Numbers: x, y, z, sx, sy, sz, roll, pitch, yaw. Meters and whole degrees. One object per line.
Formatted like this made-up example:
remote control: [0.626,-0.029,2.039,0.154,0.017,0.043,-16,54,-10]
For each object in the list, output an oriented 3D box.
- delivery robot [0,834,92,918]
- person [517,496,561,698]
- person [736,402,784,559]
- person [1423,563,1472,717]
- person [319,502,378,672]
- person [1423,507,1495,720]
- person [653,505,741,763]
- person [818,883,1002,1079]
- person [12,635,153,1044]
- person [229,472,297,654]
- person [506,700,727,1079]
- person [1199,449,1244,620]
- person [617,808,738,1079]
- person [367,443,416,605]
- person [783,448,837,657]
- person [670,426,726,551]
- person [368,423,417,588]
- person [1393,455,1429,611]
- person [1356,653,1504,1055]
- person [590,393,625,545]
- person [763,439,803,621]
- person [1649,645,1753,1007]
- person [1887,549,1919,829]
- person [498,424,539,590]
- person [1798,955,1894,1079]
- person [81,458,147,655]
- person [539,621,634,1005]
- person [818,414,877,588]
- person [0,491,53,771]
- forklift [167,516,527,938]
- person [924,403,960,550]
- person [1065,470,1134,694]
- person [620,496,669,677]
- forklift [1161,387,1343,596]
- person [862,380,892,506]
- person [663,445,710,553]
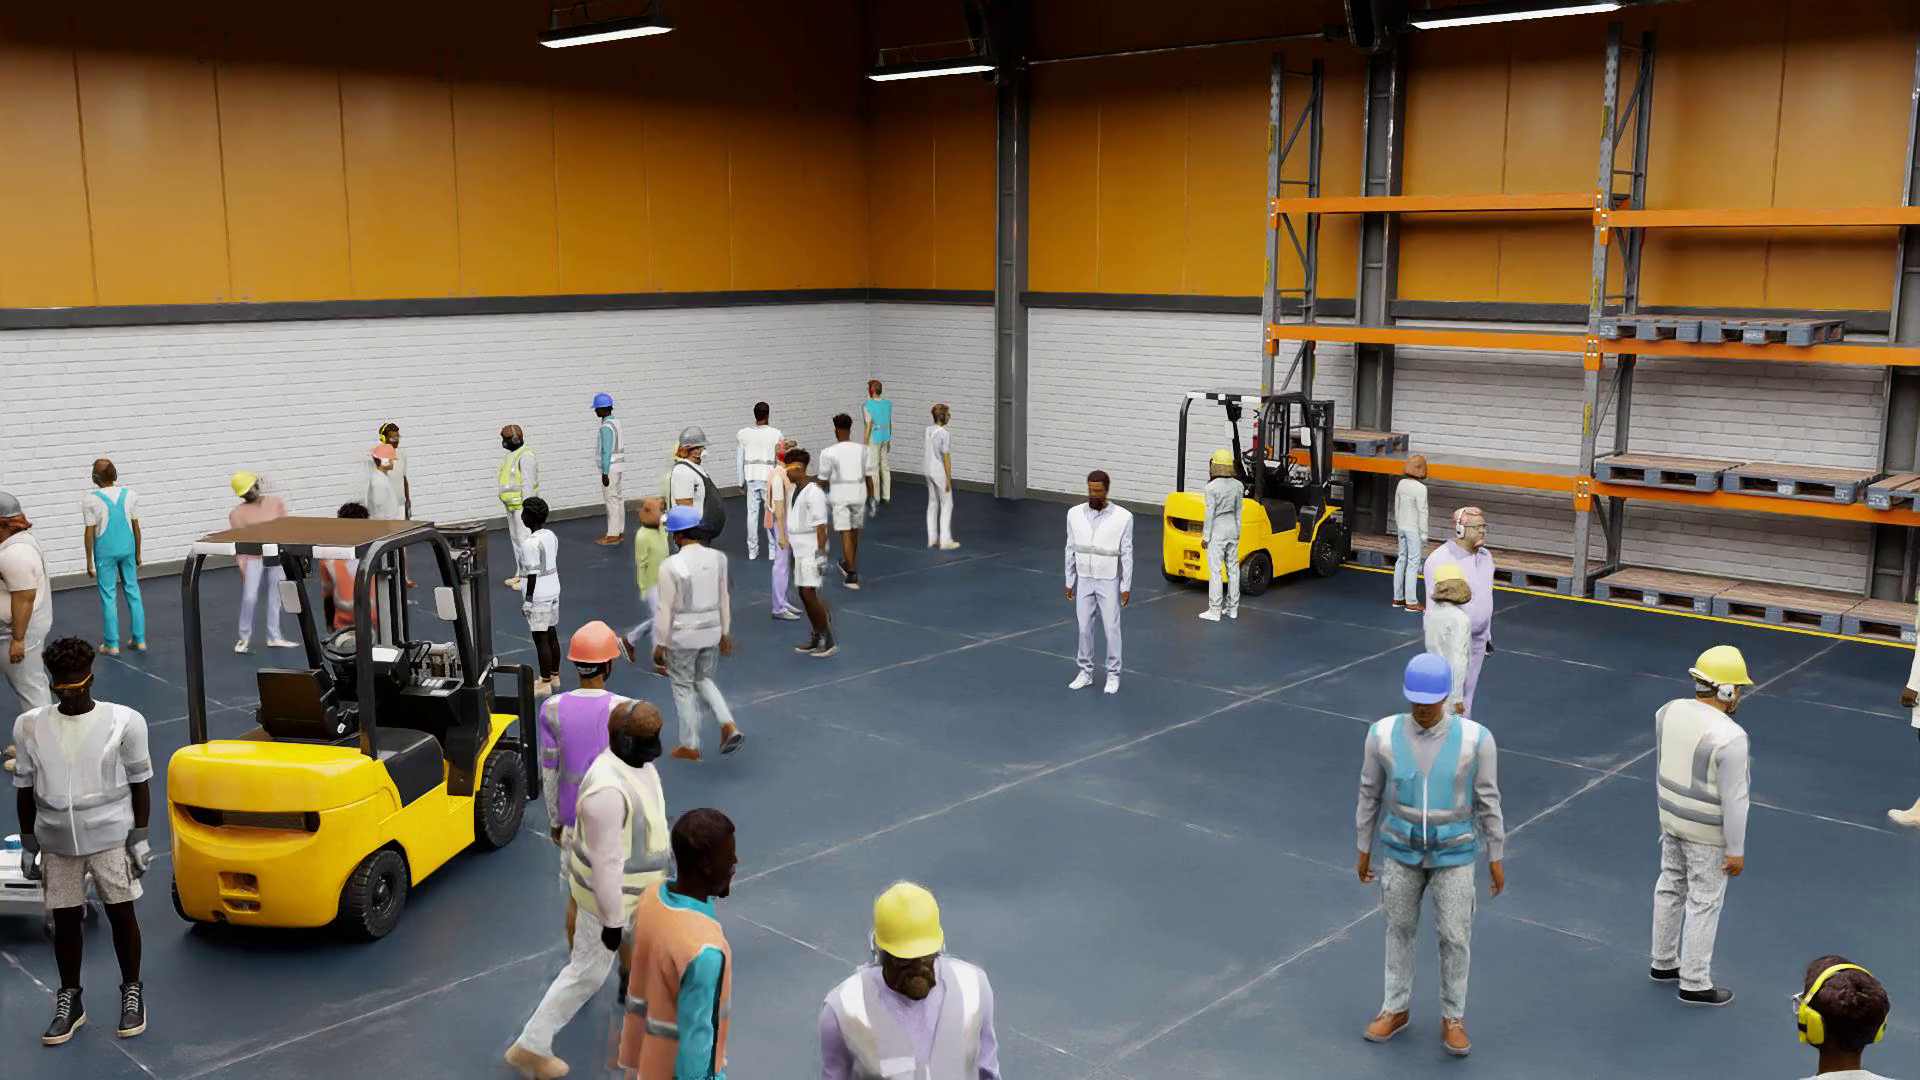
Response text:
delivery robot: [-5.157,1.859,9.120,0.707,0.478,0.477,1,10,5]
person: [-3.545,0.476,14.015,0.318,1.697,0.535,1,10,5]
person: [-2.401,-0.715,20.165,0.600,1.917,0.377,2,10,9]
person: [3.212,1.023,10.903,0.327,1.697,0.638,-2,10,-9]
person: [-4.446,0.665,12.323,0.599,1.899,1.039,-1,10,-6]
person: [3.656,0.706,12.096,0.639,1.913,0.406,-6,12,-32]
person: [-1.926,0.700,12.114,0.519,1.918,0.611,8,13,38]
person: [-0.168,1.936,5.375,0.602,1.809,0.700,-4,11,-20]
person: [-4.161,1.413,7.917,0.603,1.964,0.367,-2,10,-13]
person: [-6.554,0.201,15.544,0.346,1.718,0.626,7,12,36]
person: [-1.589,1.579,7.498,0.956,1.794,0.666,1,10,7]
person: [2.651,-0.057,16.913,0.493,1.743,0.295,-6,12,-32]
person: [-1.012,1.840,5.759,0.938,1.878,0.588,-6,12,-32]
person: [-6.151,-0.158,17.563,0.626,1.728,0.582,-3,10,-18]
person: [-1.408,0.113,15.454,0.373,1.920,0.708,-5,11,-28]
person: [-2.574,-0.110,16.368,0.535,2.000,0.674,-1,10,-5]
person: [-6.265,-0.364,18.345,0.327,1.862,0.511,7,12,33]
person: [4.719,-0.078,17.344,0.270,1.632,0.508,-3,10,-17]
person: [2.182,1.458,7.764,0.670,1.934,0.438,4,11,22]
person: [-4.478,-0.907,21.209,0.416,1.939,0.604,0,10,0]
person: [-1.807,-0.112,16.937,0.373,1.843,0.572,0,10,1]
person: [3.702,1.419,8.301,0.403,1.821,0.601,-2,10,-13]
person: [6.350,0.874,10.790,0.605,2.035,0.385,-5,11,-26]
person: [-4.905,-0.374,18.490,0.429,1.830,0.636,-7,12,-34]
person: [2.356,2.055,4.584,0.505,1.857,0.331,-2,10,-10]
person: [-7.859,0.153,15.452,0.335,1.841,0.509,9,13,40]
person: [-1.798,1.359,8.296,0.543,1.939,0.360,1,10,8]
person: [-1.313,-0.461,18.729,0.631,1.909,0.998,-5,11,-25]
person: [-6.891,0.644,12.079,0.536,2.000,0.688,-5,11,-24]
forklift: [-3.583,0.976,9.748,1.214,2.155,2.313,2,10,11]
person: [-0.256,-0.795,20.869,0.376,1.839,0.540,-7,12,-36]
person: [1.189,0.345,14.162,0.590,1.912,0.386,4,11,23]
person: [-2.753,0.402,14.681,0.606,1.614,0.504,3,11,19]
forklift: [3.298,-0.608,18.767,1.214,2.155,2.313,9,13,42]
person: [-1.206,-1.424,24.407,0.373,1.843,0.570,8,13,39]
person: [-2.869,-0.187,17.676,0.540,1.731,0.655,-6,11,-29]
